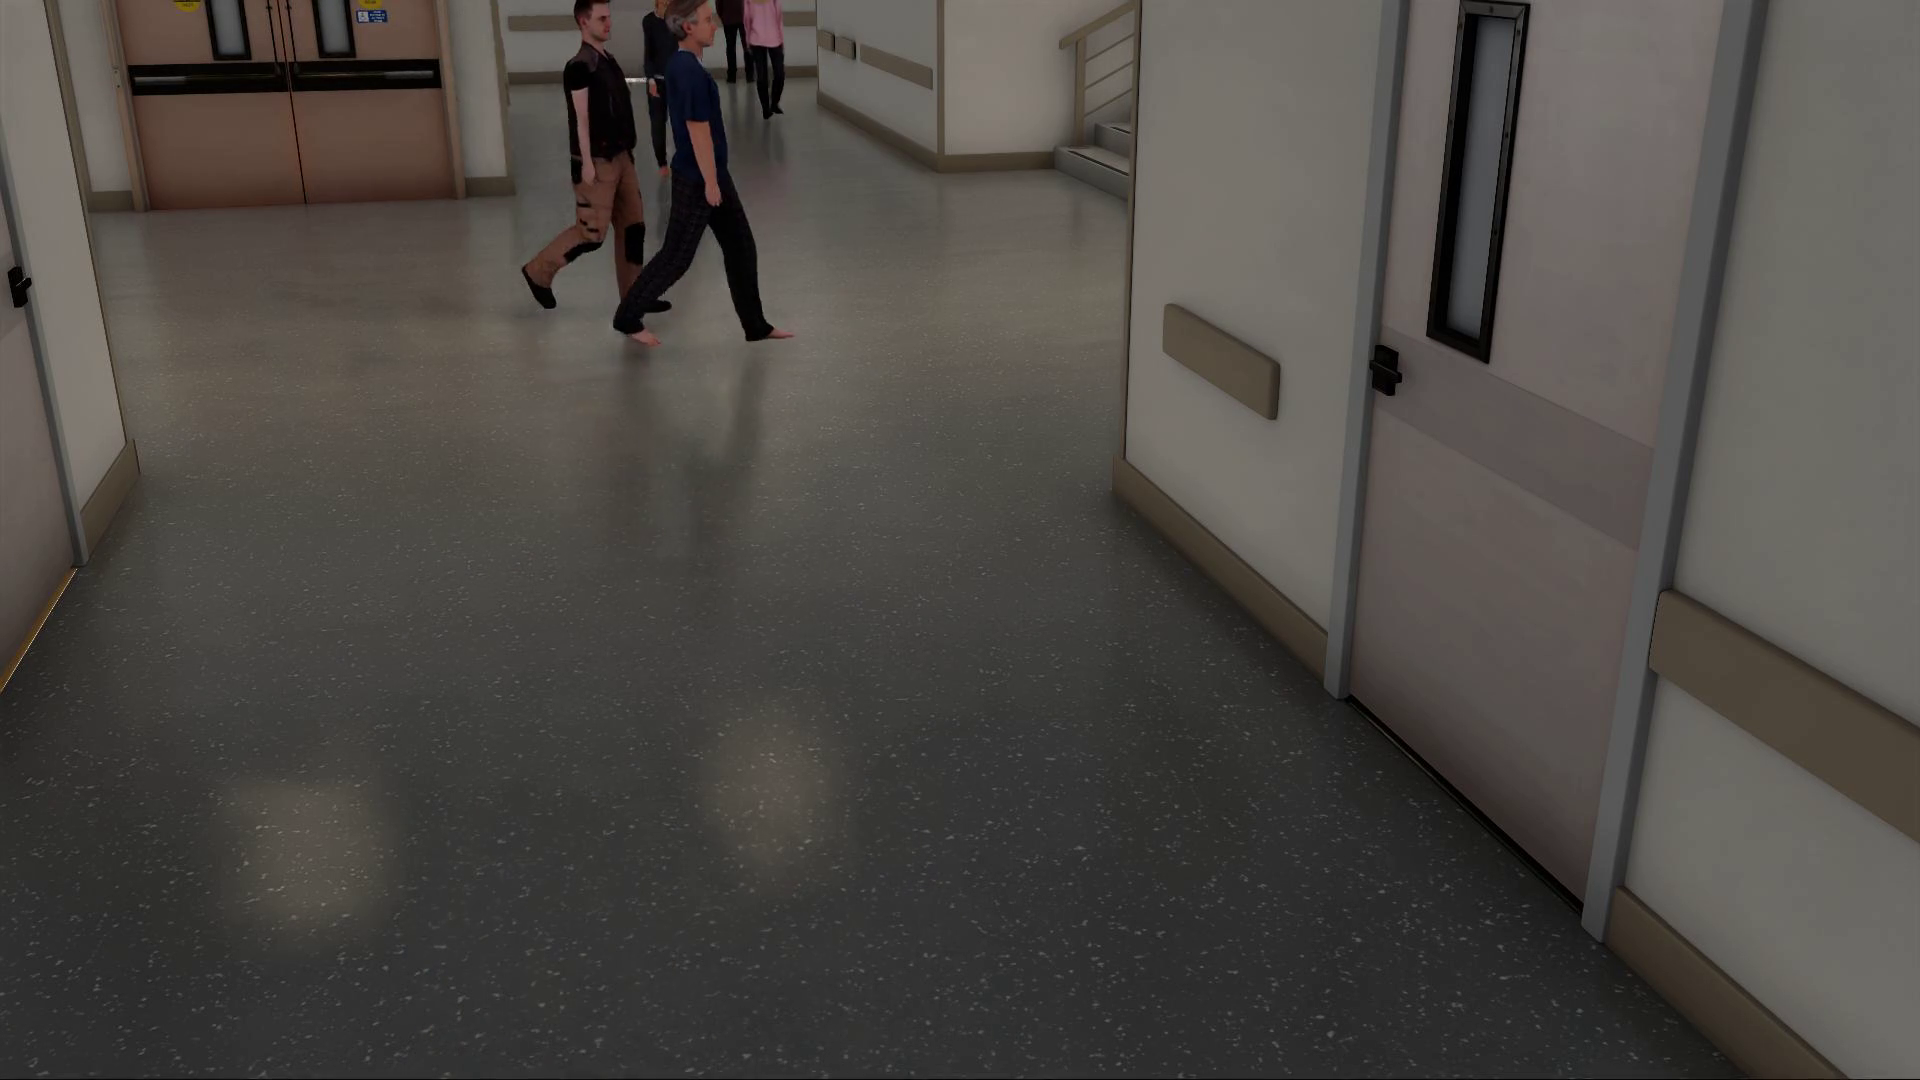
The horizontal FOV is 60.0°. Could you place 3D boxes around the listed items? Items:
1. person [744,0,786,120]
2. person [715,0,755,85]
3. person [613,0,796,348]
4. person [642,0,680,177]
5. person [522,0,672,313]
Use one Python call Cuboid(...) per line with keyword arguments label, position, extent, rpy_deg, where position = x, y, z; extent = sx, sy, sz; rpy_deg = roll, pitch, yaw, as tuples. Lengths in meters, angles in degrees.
Cuboid(label="person", position=(-2.230, -5.660, 18.952), extent=(0.647, 1.677, 0.773), rpy_deg=(2, 21, 5))
Cuboid(label="person", position=(-3.078, -7.269, 22.962), extent=(0.591, 1.847, 0.803), rpy_deg=(-5, 21, -13))
Cuboid(label="person", position=(-1.461, -1.873, 8.744), extent=(1.242, 1.827, 0.803), rpy_deg=(-2, 21, -5))
Cuboid(label="person", position=(-2.646, -4.122, 14.851), extent=(0.779, 1.707, 0.757), rpy_deg=(-10, 23, -24))
Cuboid(label="person", position=(-2.150, -2.184, 9.580), extent=(1.184, 1.815, 0.986), rpy_deg=(4, 21, 11))
